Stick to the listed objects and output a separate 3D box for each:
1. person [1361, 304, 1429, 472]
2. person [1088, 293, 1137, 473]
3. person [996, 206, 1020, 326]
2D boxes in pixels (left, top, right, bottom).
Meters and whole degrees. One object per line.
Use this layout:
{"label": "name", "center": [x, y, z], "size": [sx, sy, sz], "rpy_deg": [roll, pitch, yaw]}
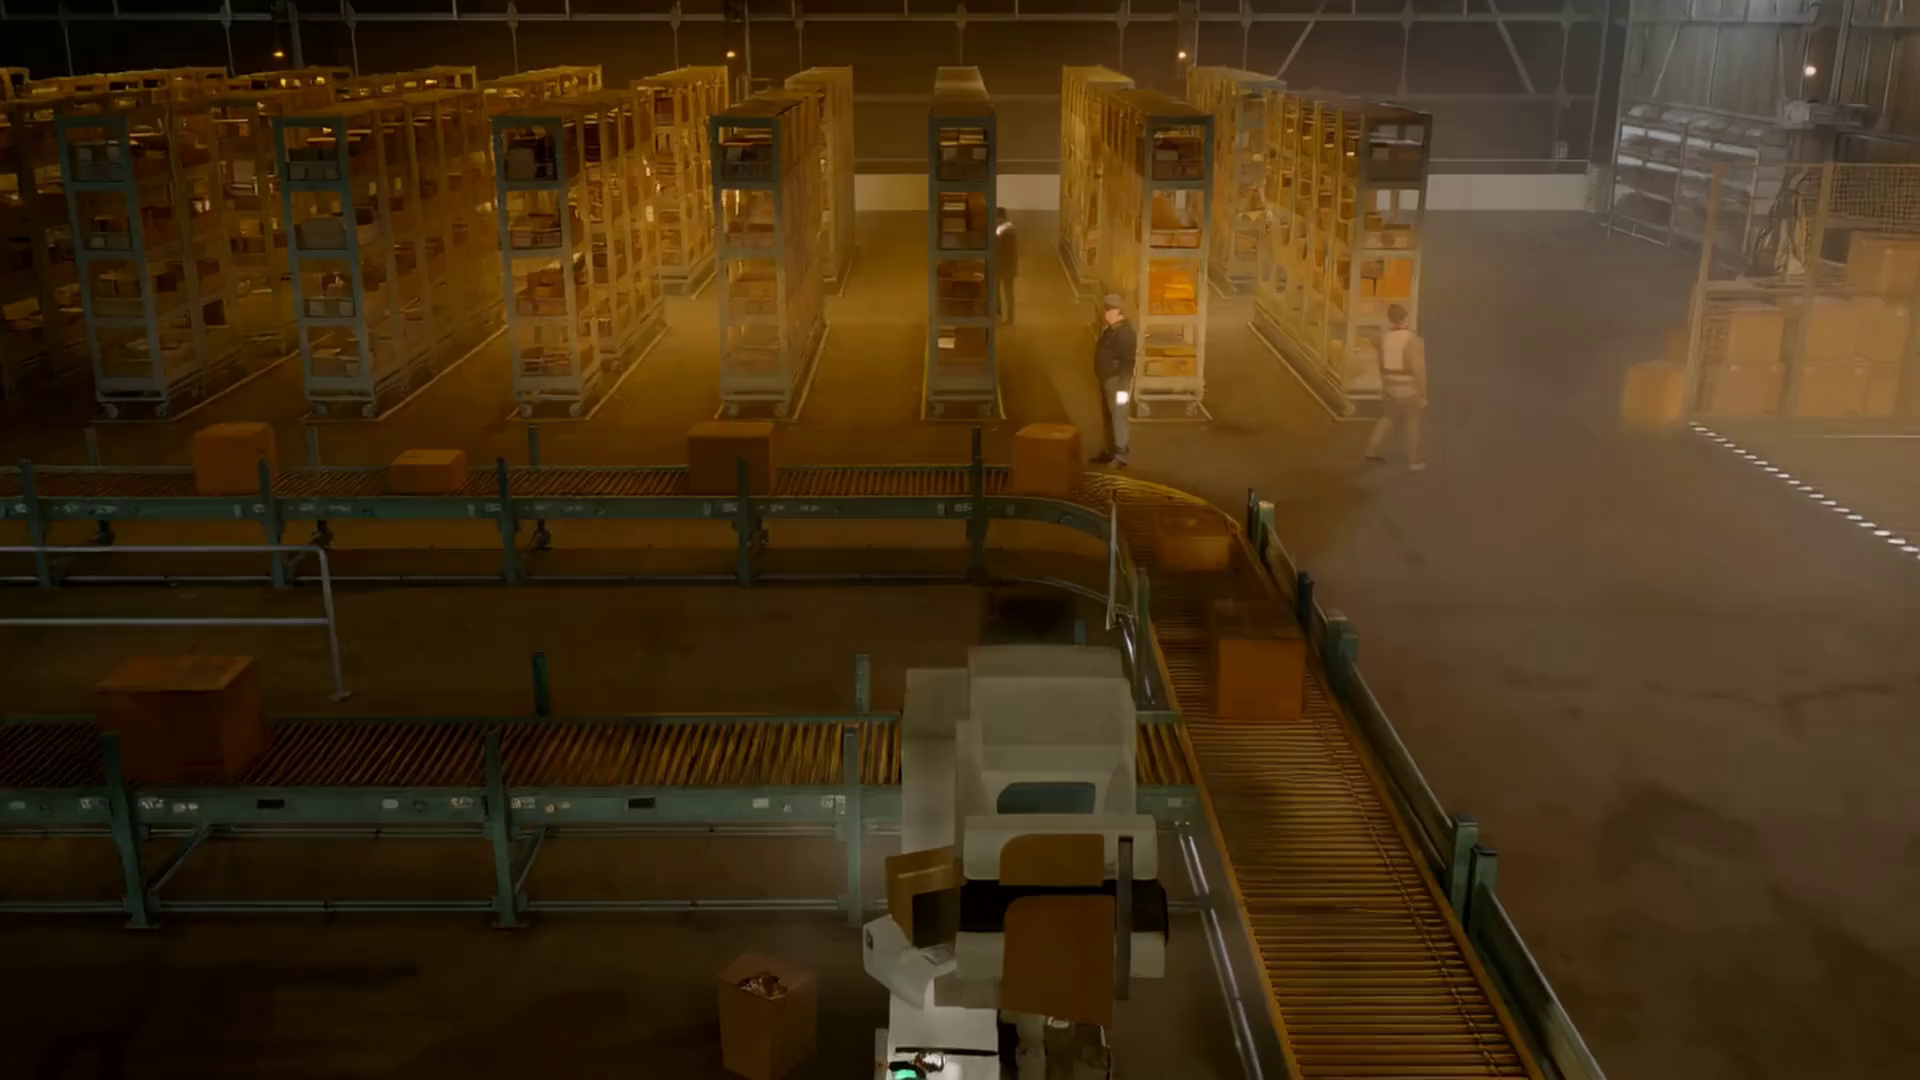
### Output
{"label": "person", "center": [4.705, -1.611, 17.740], "size": [0.510, 1.780, 0.637], "rpy_deg": [-13, 22, -35]}
{"label": "person", "center": [1.623, -1.676, 17.719], "size": [0.409, 1.908, 0.639], "rpy_deg": [-5, 19, -16]}
{"label": "person", "center": [0.661, -4.258, 25.799], "size": [0.575, 1.830, 0.410], "rpy_deg": [11, 21, 29]}
